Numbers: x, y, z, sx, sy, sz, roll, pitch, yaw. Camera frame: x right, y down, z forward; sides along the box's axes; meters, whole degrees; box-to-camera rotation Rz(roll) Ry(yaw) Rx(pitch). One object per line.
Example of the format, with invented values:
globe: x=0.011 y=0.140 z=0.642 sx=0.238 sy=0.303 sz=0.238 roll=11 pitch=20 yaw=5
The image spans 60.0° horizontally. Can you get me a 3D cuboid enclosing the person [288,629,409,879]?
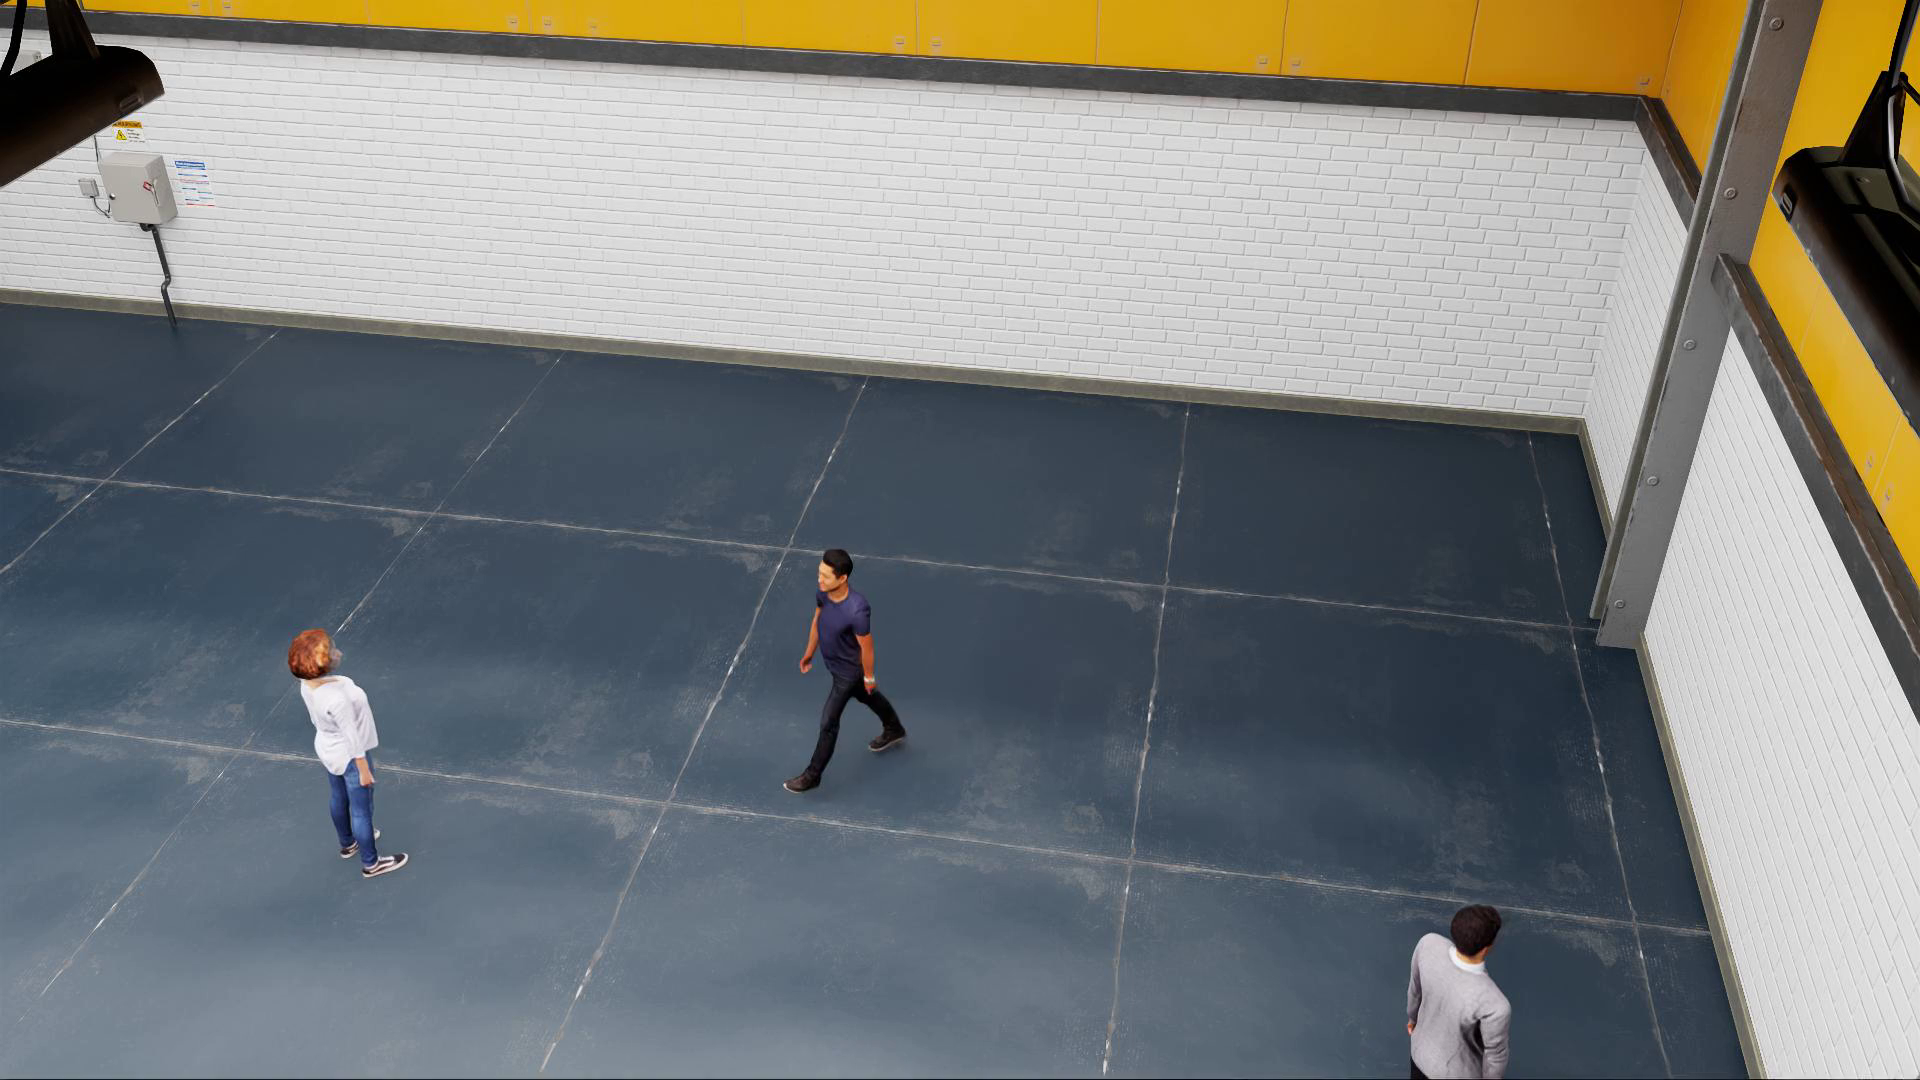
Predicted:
person: x=-3.680 y=1.254 z=9.885 sx=0.778 sy=1.714 sz=0.743 roll=-29 pitch=43 yaw=-36

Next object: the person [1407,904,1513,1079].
person: x=2.318 y=2.447 z=7.900 sx=0.893 sy=1.924 sz=0.817 roll=-19 pitch=38 yaw=-26

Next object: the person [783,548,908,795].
person: x=-0.655 y=0.768 z=10.591 sx=1.201 sy=1.743 sz=1.183 roll=-19 pitch=38 yaw=-27
